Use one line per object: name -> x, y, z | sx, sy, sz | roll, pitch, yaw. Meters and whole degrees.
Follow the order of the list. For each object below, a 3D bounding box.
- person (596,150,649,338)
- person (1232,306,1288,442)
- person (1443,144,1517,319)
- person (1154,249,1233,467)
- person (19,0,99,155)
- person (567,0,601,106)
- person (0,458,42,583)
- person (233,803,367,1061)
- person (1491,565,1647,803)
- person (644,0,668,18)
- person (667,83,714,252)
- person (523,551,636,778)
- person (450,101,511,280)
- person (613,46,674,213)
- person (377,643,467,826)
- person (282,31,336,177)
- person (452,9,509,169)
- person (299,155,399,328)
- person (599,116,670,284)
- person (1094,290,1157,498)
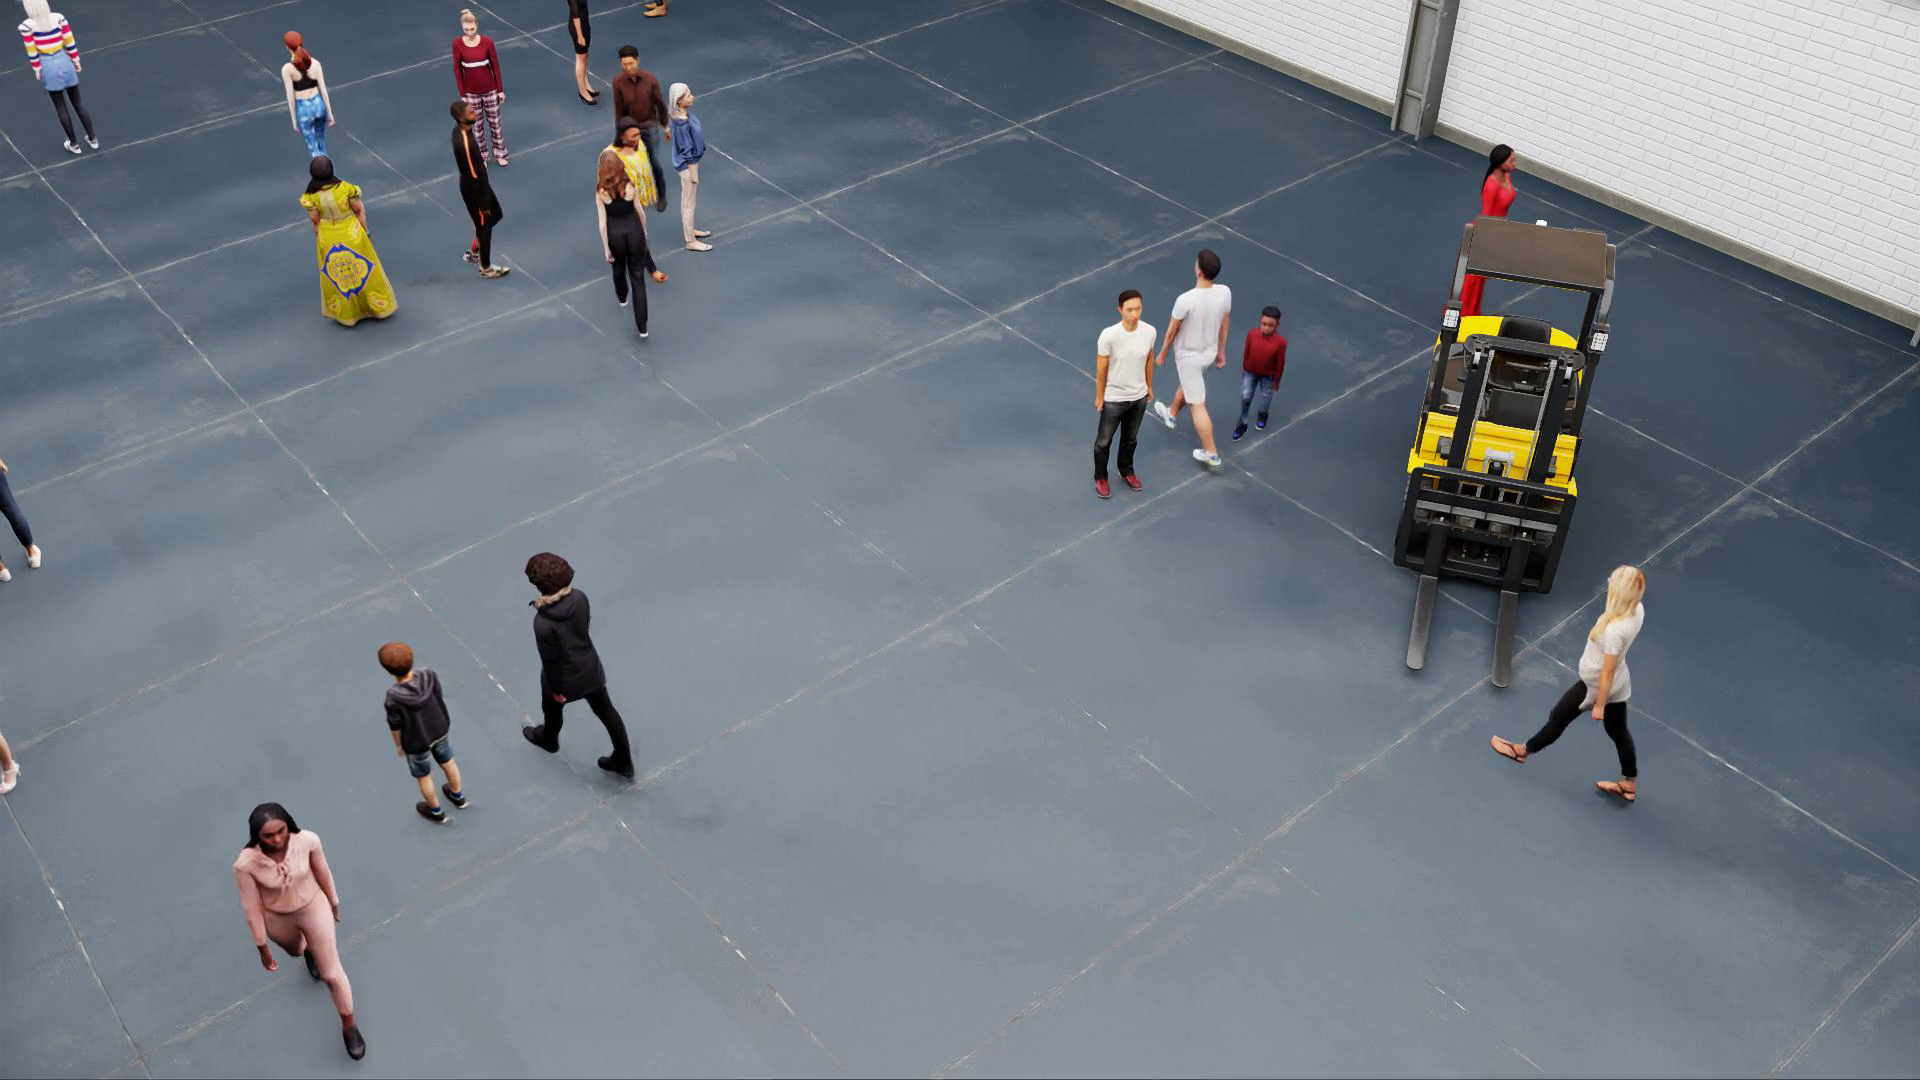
person -> -2.994, -2.645, 14.997 | 0.906, 1.699, 1.189 | -10, 40, -12
person -> 2.531, -1.454, 13.884 | 0.728, 1.228, 0.737 | 15, 41, 18
person -> 4.746, -2.750, 15.069 | 0.705, 1.783, 0.699 | 22, 44, 25
person -> 1.946, -1.430, 13.387 | 0.819, 1.810, 1.267 | -21, 43, -24
person -> -9.740, -5.075, 17.952 | 0.531, 1.809, 0.657 | 32, 48, 33
person -> -4.343, -5.836, 19.012 | 0.670, 1.675, 0.590 | 0, 39, 0
person -> -7.232, -0.483, 12.202 | 0.597, 1.809, 0.507 | -31, 48, -32
person -> -3.671, 2.034, 9.149 | 0.785, 1.687, 1.196 | -19, 42, -22
person -> 4.121, 0.952, 10.434 | 1.248, 1.774, 0.845 | 24, 45, 27
person -> -3.935, -7.535, 21.111 | 0.750, 1.711, 0.662 | -2, 39, -2
person -> -2.673, -3.666, 16.286 | 0.763, 1.698, 0.657 | -7, 39, -9
person -> -2.393, 0.859, 10.589 | 1.171, 1.725, 0.851 | 21, 43, 25
person -> -4.669, -3.293, 15.732 | 0.829, 1.796, 0.741 | -11, 40, -14
person -> -3.256, -4.180, 16.867 | 0.776, 1.765, 0.754 | -10, 40, -12
person -> -3.353, 1.196, 10.388 | 0.561, 1.450, 0.557 | 30, 48, 32
person -> -6.573, -4.282, 17.002 | 0.582, 1.765, 1.040 | -28, 46, -30
person -> -5.102, -4.794, 17.680 | 0.674, 1.710, 0.621 | -13, 40, -15
person -> -5.618, -2.727, 15.140 | 0.975, 1.660, 0.955 | -11, 40, -13
person -> -3.193, -3.265, 15.851 | 1.123, 1.603, 0.875 | 24, 44, 27
person -> 1.283, -1.167, 13.071 | 0.704, 1.804, 0.660 | -13, 40, -15
